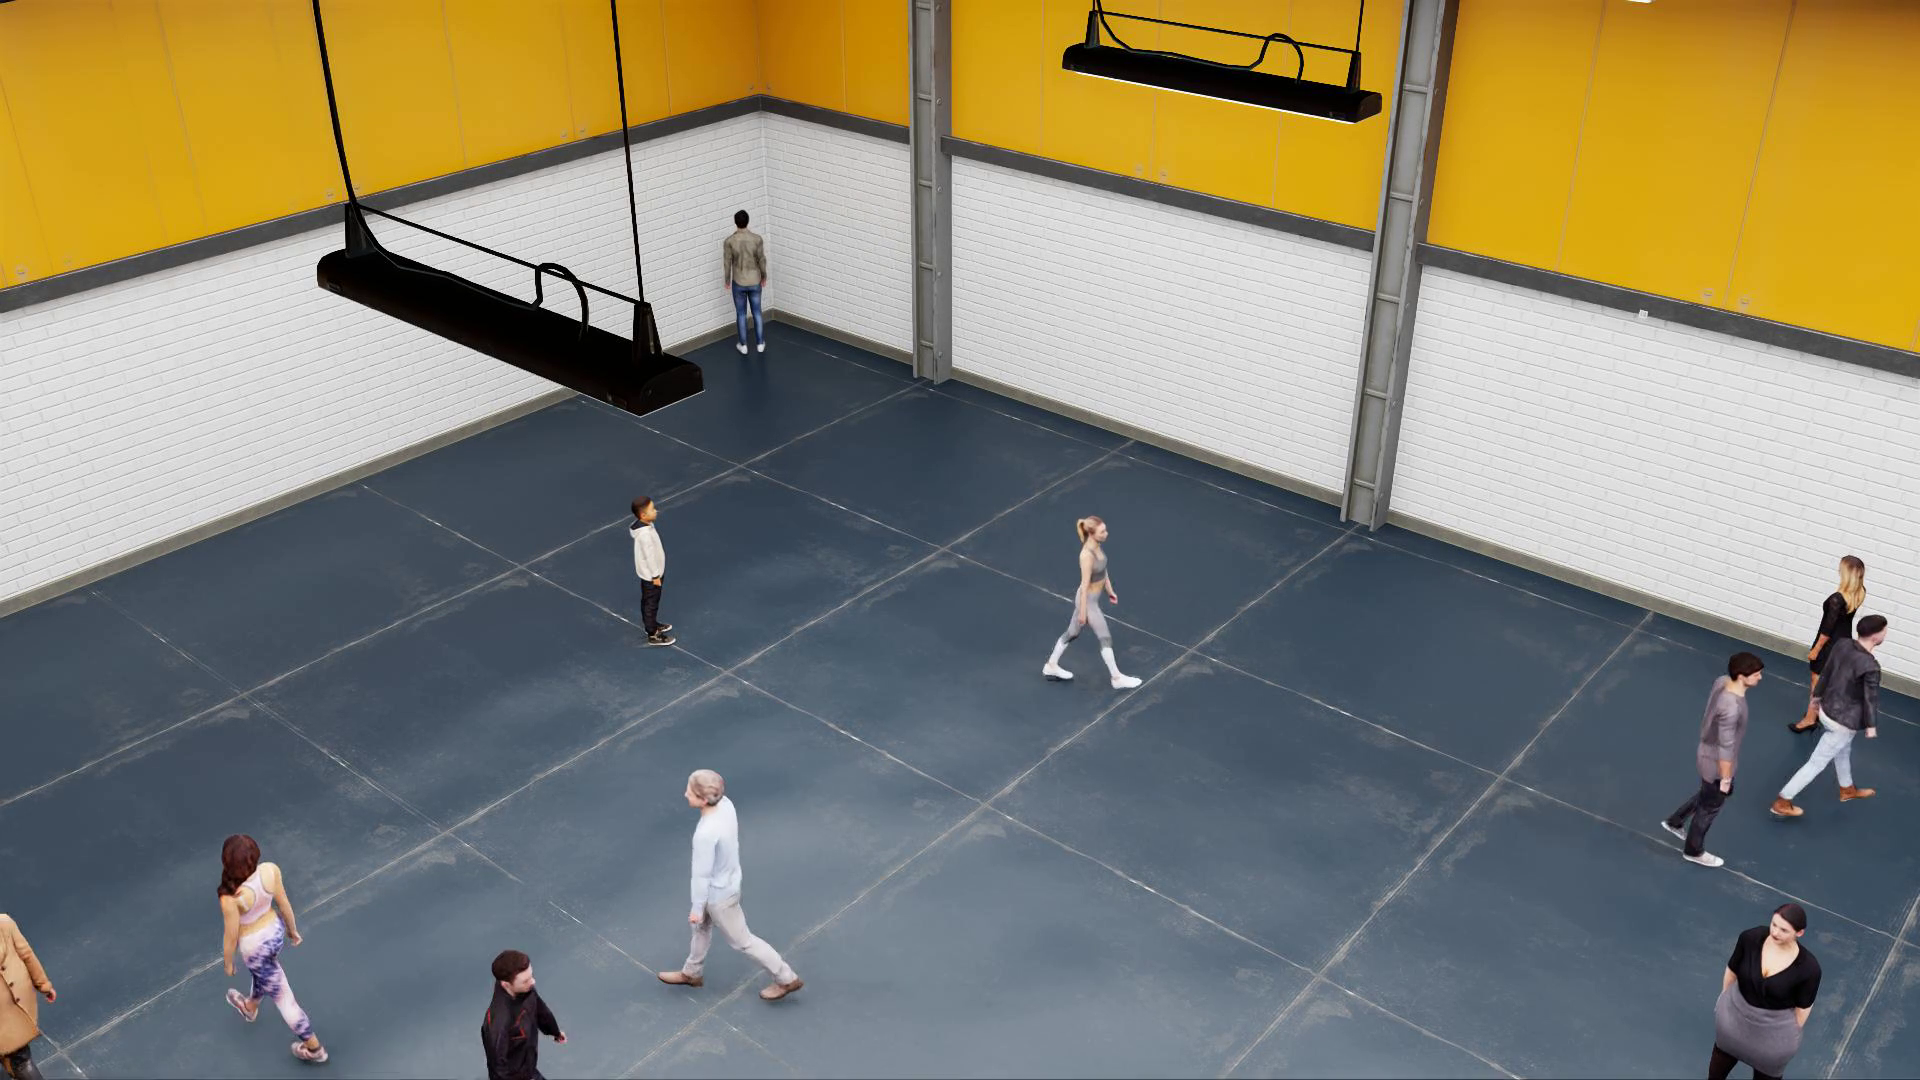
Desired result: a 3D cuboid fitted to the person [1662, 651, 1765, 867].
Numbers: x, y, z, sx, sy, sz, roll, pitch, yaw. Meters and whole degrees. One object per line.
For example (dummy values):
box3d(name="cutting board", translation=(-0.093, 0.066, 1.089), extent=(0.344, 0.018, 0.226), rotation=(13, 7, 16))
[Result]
box3d(name="person", translation=(5.525, 1.596, 12.297), extent=(0.834, 1.842, 0.825), rotation=(9, 30, 16))

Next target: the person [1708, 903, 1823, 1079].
box3d(name="person", translation=(4.831, 2.878, 10.034), extent=(0.760, 1.758, 0.605), rotation=(-23, 36, -36))

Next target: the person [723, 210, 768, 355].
box3d(name="person", translation=(-2.731, -3.290, 21.231), extent=(0.788, 1.864, 0.790), rotation=(-8, 30, -14))

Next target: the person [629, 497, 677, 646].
box3d(name="person", translation=(-2.832, 0.265, 15.140), extent=(0.723, 1.455, 0.632), rotation=(-8, 30, -14))

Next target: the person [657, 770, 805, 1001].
box3d(name="person", translation=(-1.487, 2.317, 10.970), extent=(1.331, 1.846, 1.162), rotation=(1, 29, 2))

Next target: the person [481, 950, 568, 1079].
box3d(name="person", translation=(-2.635, 3.073, 9.585), extent=(1.271, 1.846, 1.264), rotation=(-5, 29, -10))

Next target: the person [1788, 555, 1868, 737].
box3d(name="person", translation=(7.230, 0.873, 13.793), extent=(0.594, 1.678, 0.545), rotation=(-18, 34, -30))

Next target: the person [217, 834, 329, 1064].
box3d(name="person", translation=(-4.333, 2.627, 10.530), extent=(1.190, 1.723, 0.817), rotation=(12, 31, 20))

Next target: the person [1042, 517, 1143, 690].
box3d(name="person", translation=(1.035, 0.545, 14.415), extent=(1.185, 1.659, 0.948), rotation=(6, 29, 10))

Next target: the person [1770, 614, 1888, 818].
box3d(name="person", translation=(6.659, 1.382, 12.735), extent=(1.212, 1.797, 1.149), rotation=(-2, 29, -4))

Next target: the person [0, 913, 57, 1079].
box3d(name="person", translation=(-5.944, 2.790, 10.251), extent=(1.141, 1.705, 0.793), rotation=(15, 32, 25))
